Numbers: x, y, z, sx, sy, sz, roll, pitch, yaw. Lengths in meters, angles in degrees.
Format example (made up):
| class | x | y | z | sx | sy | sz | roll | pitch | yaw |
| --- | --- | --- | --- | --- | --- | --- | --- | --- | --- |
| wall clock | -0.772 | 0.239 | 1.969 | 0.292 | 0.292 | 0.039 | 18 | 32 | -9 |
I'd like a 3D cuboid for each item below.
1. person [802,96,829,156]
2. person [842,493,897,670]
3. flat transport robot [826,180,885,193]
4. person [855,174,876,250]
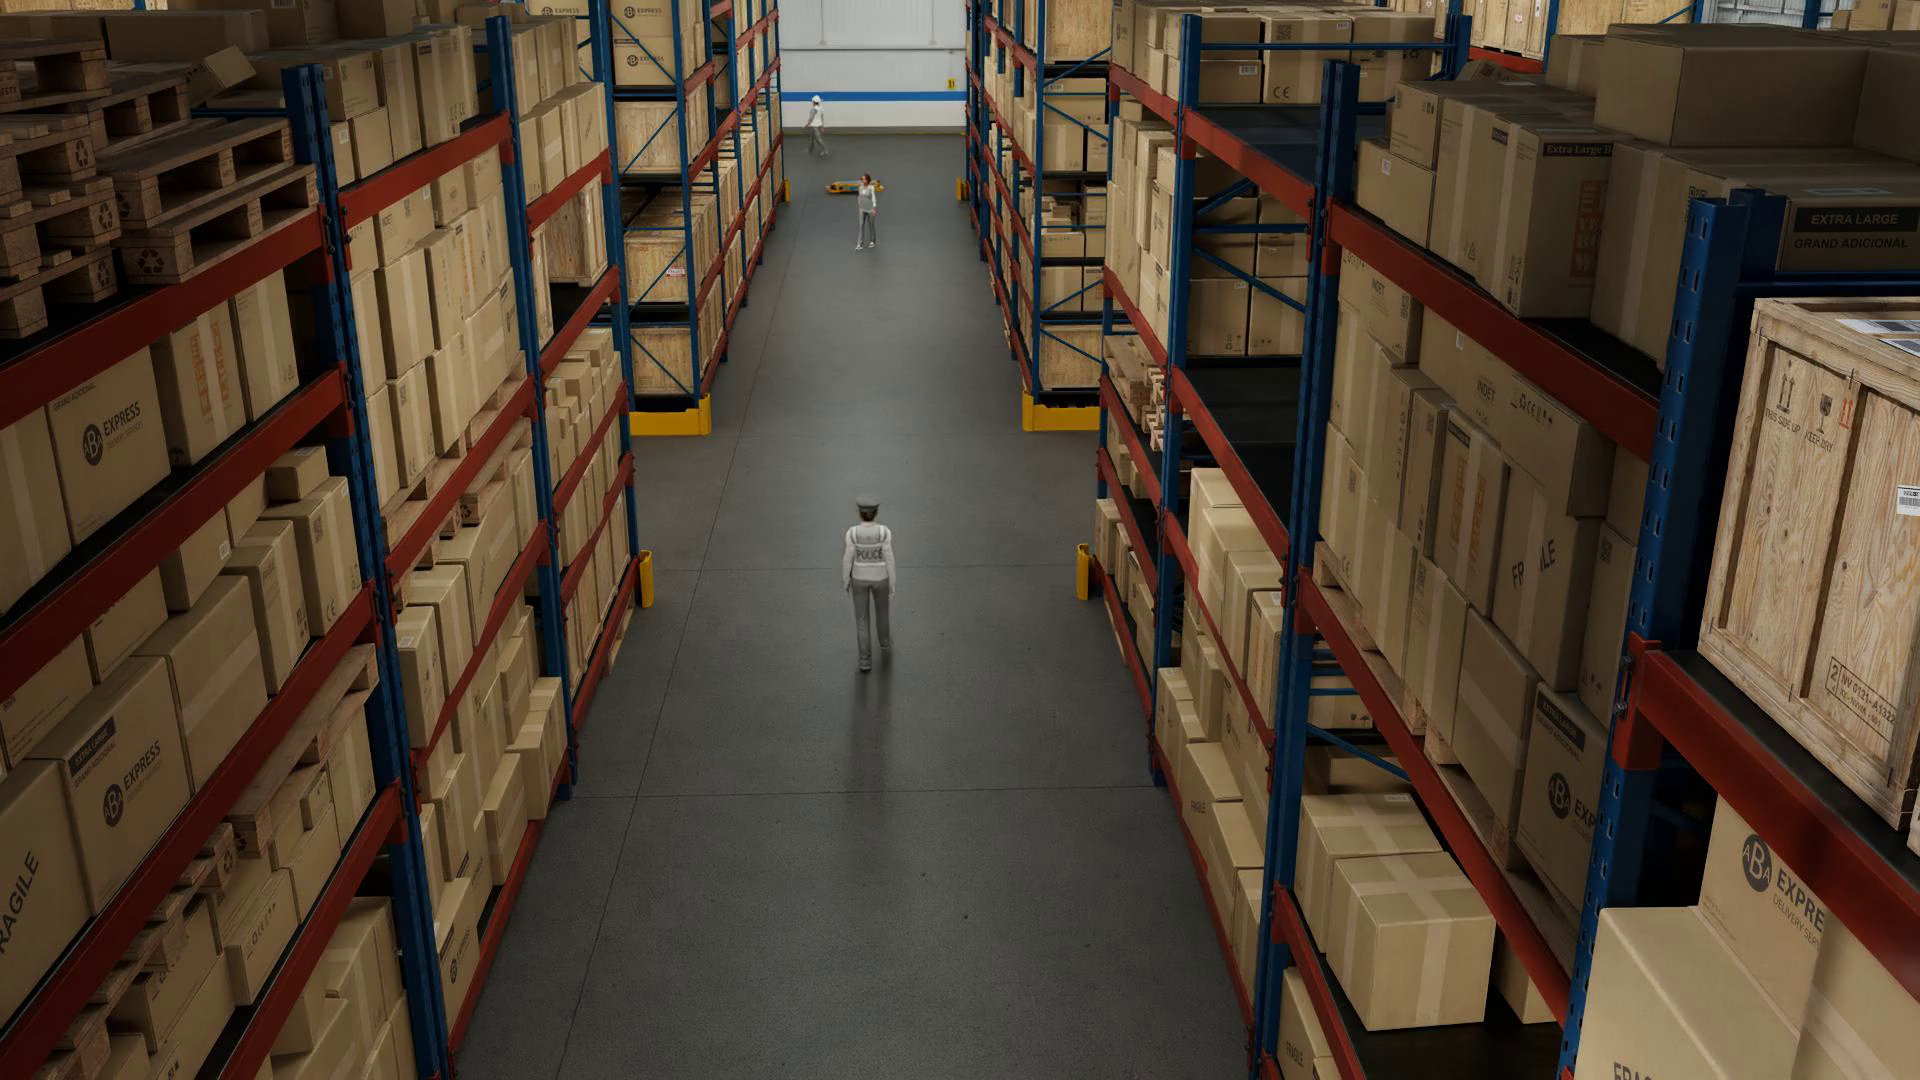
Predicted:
| class | x | y | z | sx | sy | sz | roll | pitch | yaw |
| --- | --- | --- | --- | --- | --- | --- | --- | --- | --- |
| person | -4.363 | -12.388 | 49.708 | 0.990 | 1.735 | 0.547 | 8 | 22 | 20 |
| person | -0.862 | 0.343 | 15.690 | 0.505 | 1.659 | 0.736 | -2 | 21 | -6 |
| flat transport robot | -2.734 | -9.203 | 43.399 | 1.431 | 0.264 | 0.659 | -6 | 21 | -14 |
| person | -2.007 | -7.012 | 35.532 | 0.419 | 1.584 | 0.752 | 5 | 21 | 14 |
